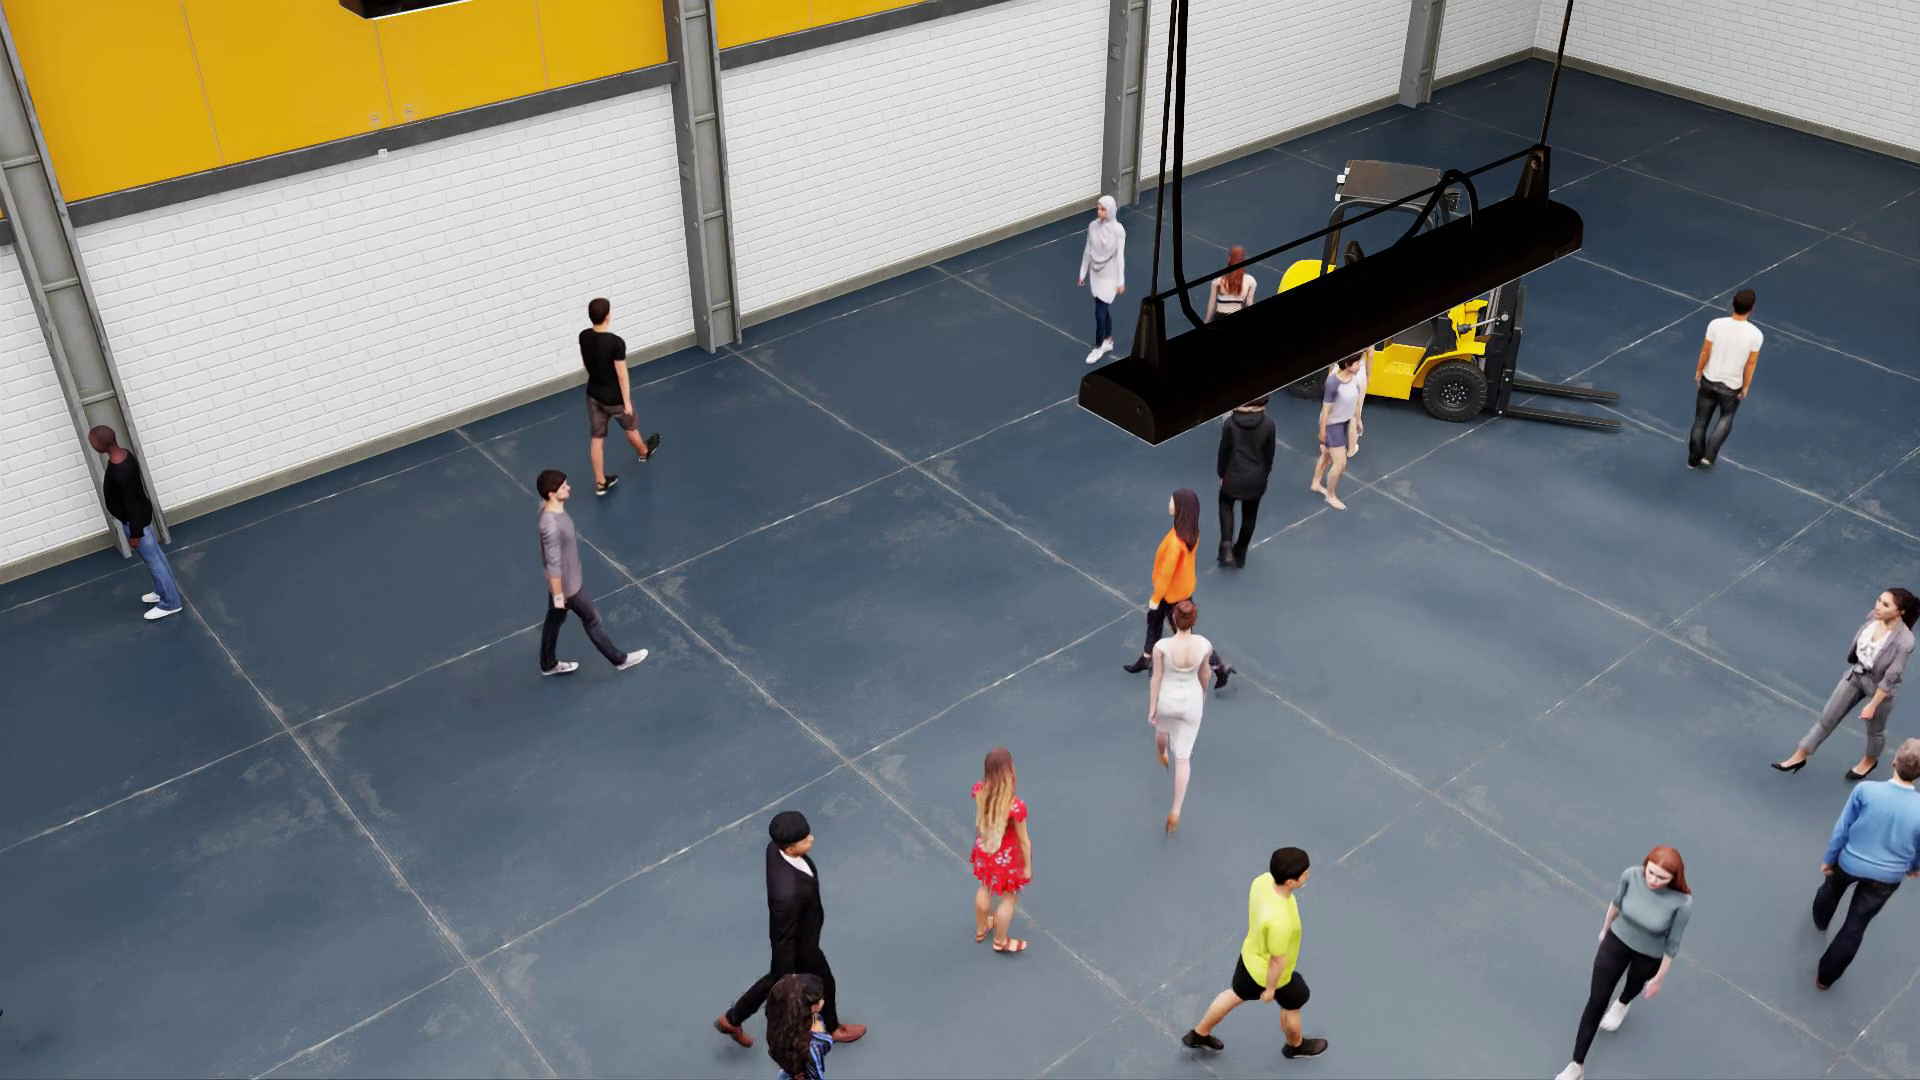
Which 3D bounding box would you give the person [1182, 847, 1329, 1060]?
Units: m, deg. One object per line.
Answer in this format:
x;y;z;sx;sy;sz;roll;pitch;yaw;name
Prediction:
1.681;2.402;9.509;1.174;1.674;0.945;-7;34;-11;person

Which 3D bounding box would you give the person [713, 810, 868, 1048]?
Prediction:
-1.047;2.279;9.532;1.261;1.854;1.079;-6;34;-10;person

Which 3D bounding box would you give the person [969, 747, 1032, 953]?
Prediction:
0.241;1.936;10.288;0.600;1.587;0.617;-24;40;-31;person

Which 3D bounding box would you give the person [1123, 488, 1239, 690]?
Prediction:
1.711;0.417;12.458;1.084;1.715;1.138;8;34;12;person

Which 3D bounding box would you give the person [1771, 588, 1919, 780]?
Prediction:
6.420;1.041;11.589;1.111;1.639;0.920;-8;34;-12;person

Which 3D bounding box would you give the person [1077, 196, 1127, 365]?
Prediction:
1.547;-2.717;17.132;0.740;1.761;0.650;-28;43;-35;person

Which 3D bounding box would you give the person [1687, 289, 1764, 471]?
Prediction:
6.904;-1.412;15.140;0.729;1.793;0.753;19;38;26;person

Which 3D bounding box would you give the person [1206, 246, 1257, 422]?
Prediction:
2.588;-1.968;16.044;1.090;1.718;1.063;-1;34;-2;person

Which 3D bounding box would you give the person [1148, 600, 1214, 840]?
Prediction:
1.479;1.224;11.227;1.090;1.735;1.115;2;34;3;person

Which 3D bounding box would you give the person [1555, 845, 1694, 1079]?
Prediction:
3.927;2.347;9.580;0.727;1.686;1.207;27;42;34;person

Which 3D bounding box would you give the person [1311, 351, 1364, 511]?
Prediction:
3.292;-1.073;14.850;0.681;1.549;0.653;25;41;32;person

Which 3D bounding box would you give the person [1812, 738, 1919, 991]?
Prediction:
5.463;2.003;10.009;0.862;1.785;1.093;20;38;27;person

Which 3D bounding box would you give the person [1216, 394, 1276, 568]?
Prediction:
2.373;-0.506;13.799;0.773;1.767;0.832;3;34;5;person

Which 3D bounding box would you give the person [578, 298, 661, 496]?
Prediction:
-3.210;-1.249;14.871;1.045;1.819;1.268;13;36;19;person

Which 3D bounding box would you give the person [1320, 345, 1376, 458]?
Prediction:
3.605;-1.519;15.435;0.621;1.644;0.648;8;34;12;person

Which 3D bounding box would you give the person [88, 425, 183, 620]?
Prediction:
-6.584;-0.171;13.316;0.627;1.745;0.653;-13;36;-19;person

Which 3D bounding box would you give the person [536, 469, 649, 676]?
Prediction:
-3.080;0.300;12.539;1.168;1.820;0.960;-10;35;-14;person

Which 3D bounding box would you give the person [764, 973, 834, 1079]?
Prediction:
-0.897;2.929;8.783;1.038;1.600;0.828;-11;35;-17;person
